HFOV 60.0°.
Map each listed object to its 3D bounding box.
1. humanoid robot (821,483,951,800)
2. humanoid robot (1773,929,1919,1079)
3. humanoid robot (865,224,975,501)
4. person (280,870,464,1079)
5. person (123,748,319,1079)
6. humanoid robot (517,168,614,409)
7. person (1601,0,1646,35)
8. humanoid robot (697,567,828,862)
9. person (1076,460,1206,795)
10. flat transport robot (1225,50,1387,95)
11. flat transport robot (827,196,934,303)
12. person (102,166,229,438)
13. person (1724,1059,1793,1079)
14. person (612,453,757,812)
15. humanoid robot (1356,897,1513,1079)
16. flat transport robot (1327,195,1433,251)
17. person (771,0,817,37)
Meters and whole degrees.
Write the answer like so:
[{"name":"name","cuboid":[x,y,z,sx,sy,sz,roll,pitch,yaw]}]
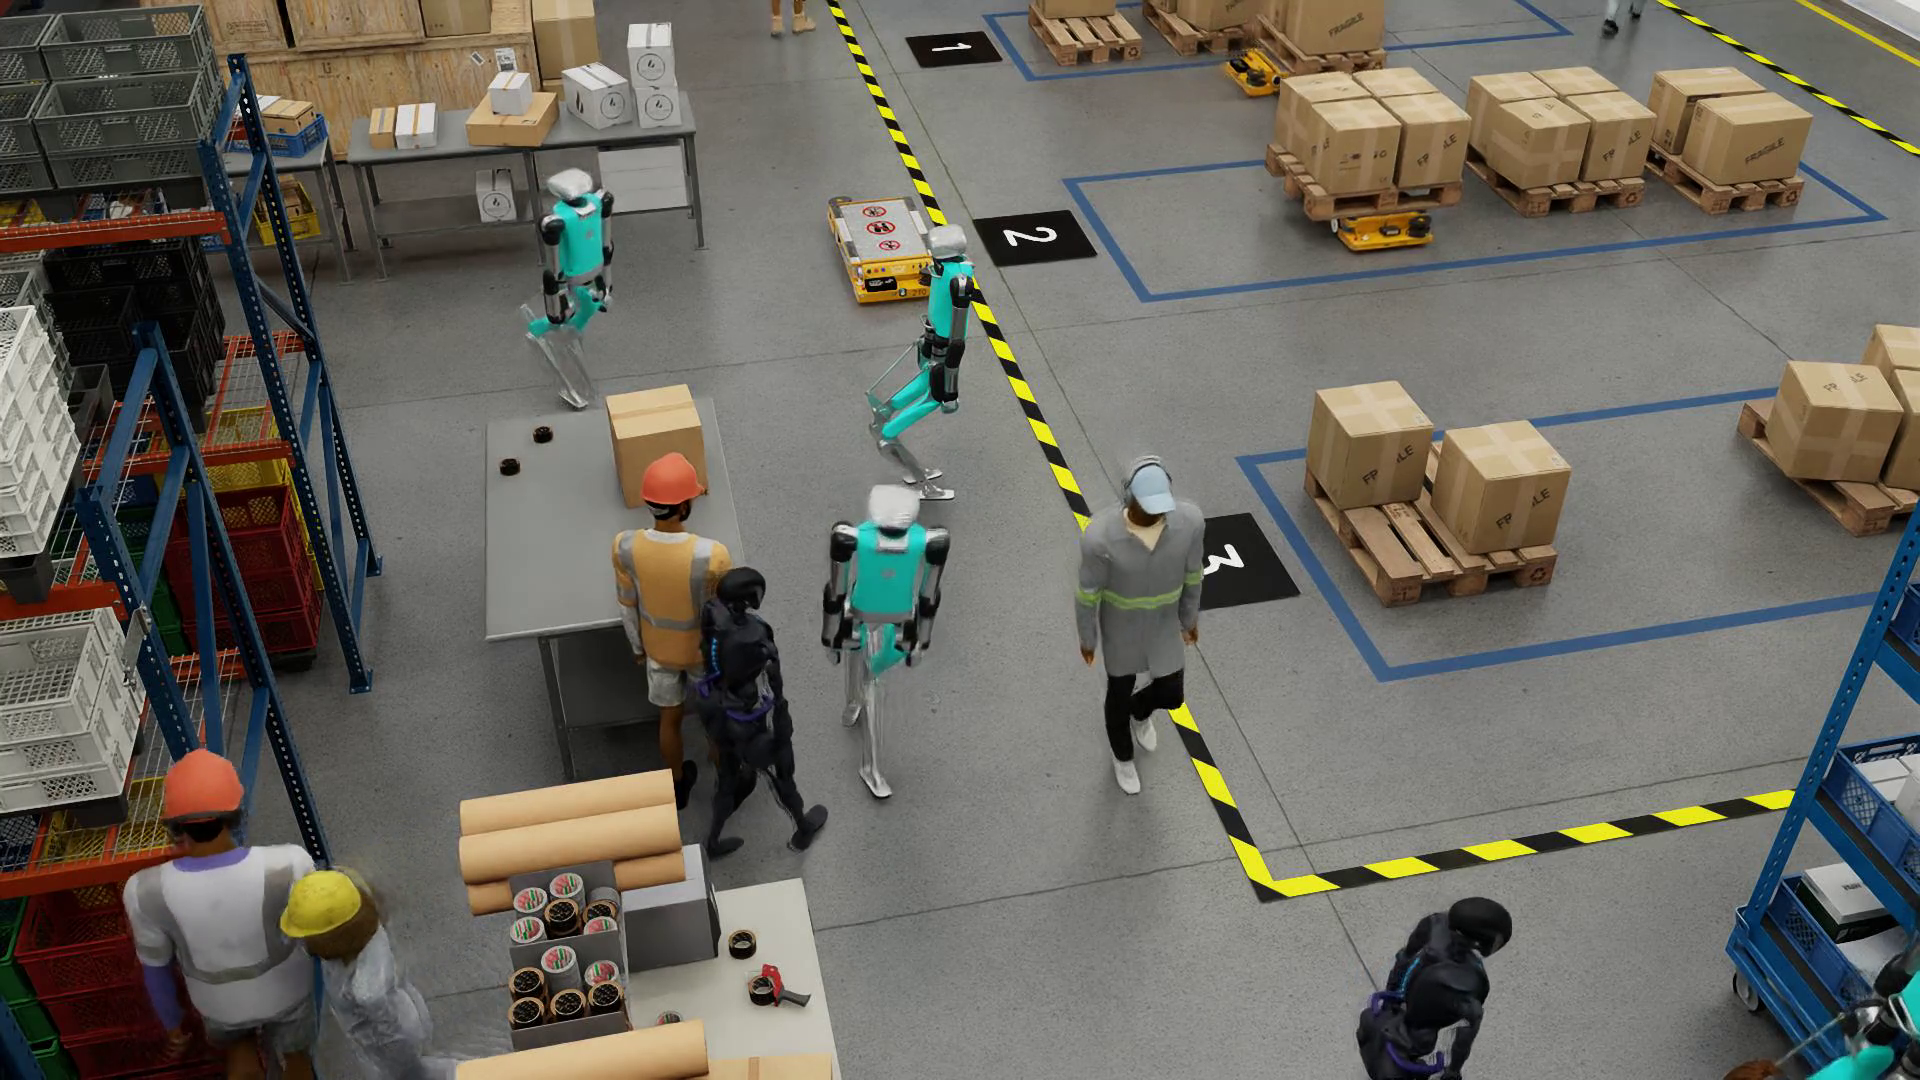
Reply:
[{"name":"humanoid robot","cuboid":[-0.382,0.316,7.910,0.608,1.753,0.922,-5,37,-6]},{"name":"humanoid robot","cuboid":[3.006,1.884,5.840,0.869,1.833,0.563,3,37,4]},{"name":"humanoid robot","cuboid":[-0.281,-0.980,9.528,0.735,1.677,0.533,-8,37,-11]},{"name":"person","cuboid":[-2.018,1.753,5.968,0.570,1.722,0.490,-17,40,-22]},{"name":"person","cuboid":[-2.528,1.570,5.975,0.628,2.018,0.427,-8,37,-11]},{"name":"humanoid robot","cuboid":[-2.495,-1.508,10.409,0.827,1.833,0.552,24,43,28]},{"name":"person","cuboid":[6.636,-5.842,16.146,0.632,1.780,0.935,17,40,21]},{"name":"humanoid robot","cuboid":[-0.947,0.761,7.376,0.604,1.640,0.616,30,46,34]},{"name":"person","cuboid":[0.833,0.404,7.689,0.609,1.842,0.412,-7,37,-10]},{"name":"flat transport robot","cuboid":[3.254,-4.398,15.441,1.431,0.197,0.652,-8,37,-10]},{"name":"flat transport robot","cuboid":[-0.570,-2.220,12.538,0.659,0.231,1.431,-8,37,-10]},{"name":"person","cuboid":[-4.922,-1.481,10.234,0.505,1.838,0.340,24,43,29]},{"name":"person","cuboid":[2.287,2.242,5.222,0.629,1.842,0.429,-16,40,-21]},{"name":"person","cuboid":[-1.242,0.457,7.552,0.544,1.927,0.381,7,37,9]},{"name":"humanoid robot","cuboid":[1.513,1.853,5.931,0.764,1.619,0.610,-3,37,-4]},{"name":"flat transport robot","cuboid":[3.144,-2.714,13.178,0.652,0.197,1.431,-8,37,-10]},{"name":"person","cuboid":[-1.686,-5.817,15.942,0.638,2.020,0.383,13,39,17]}]
